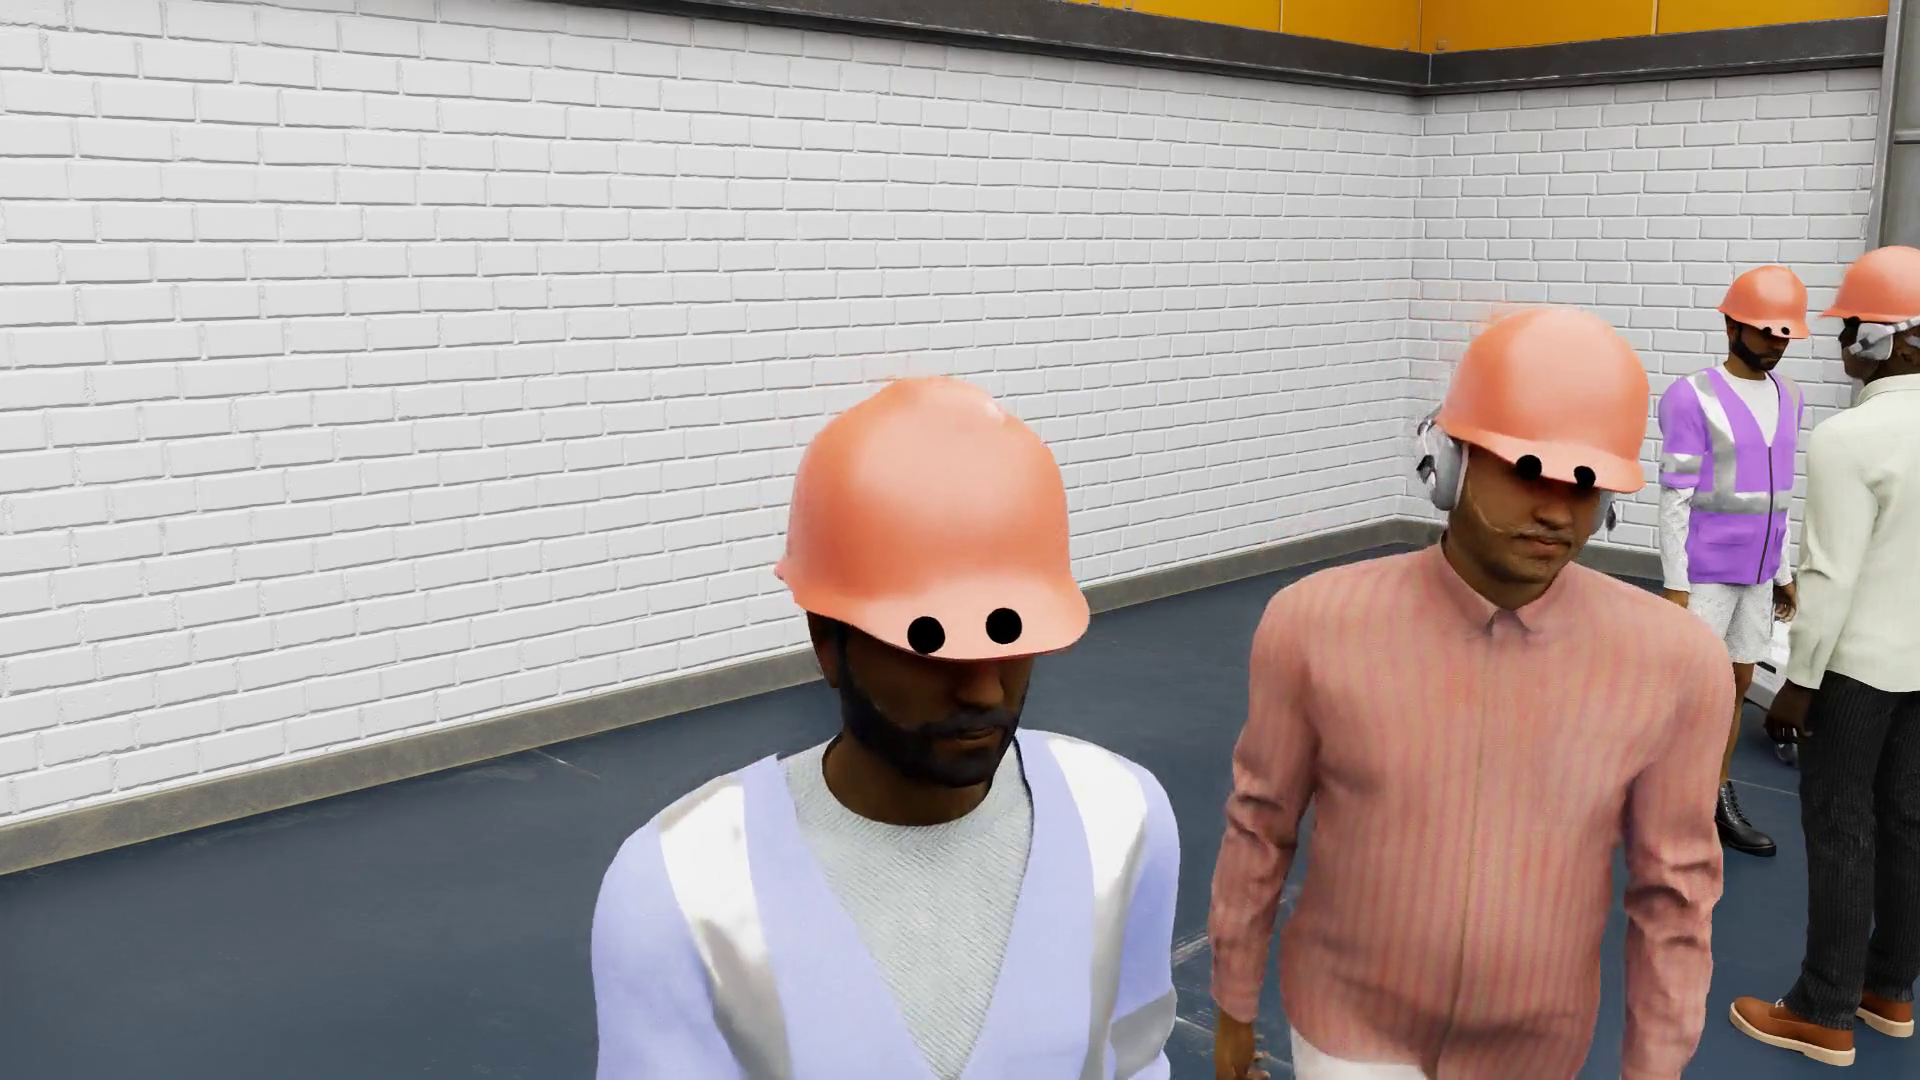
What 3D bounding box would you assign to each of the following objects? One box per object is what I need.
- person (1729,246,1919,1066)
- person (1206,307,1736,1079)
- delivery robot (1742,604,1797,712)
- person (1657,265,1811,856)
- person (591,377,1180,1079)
[{"bbox_3d":[2.224,0.291,4.080,0.608,1.996,0.375,-6,12,-29],"label":"person"},{"bbox_3d":[0.654,0.657,2.262,0.624,1.941,0.965,1,10,6],"label":"person"},{"bbox_3d":[3.311,0.497,6.630,0.477,0.478,0.707,0,10,-1],"label":"delivery robot"},{"bbox_3d":[2.488,0.092,5.350,0.543,1.928,0.374,-4,11,-22],"label":"person"},{"bbox_3d":[-0.017,0.821,1.429,0.569,1.899,0.911,-3,11,-17],"label":"person"}]
